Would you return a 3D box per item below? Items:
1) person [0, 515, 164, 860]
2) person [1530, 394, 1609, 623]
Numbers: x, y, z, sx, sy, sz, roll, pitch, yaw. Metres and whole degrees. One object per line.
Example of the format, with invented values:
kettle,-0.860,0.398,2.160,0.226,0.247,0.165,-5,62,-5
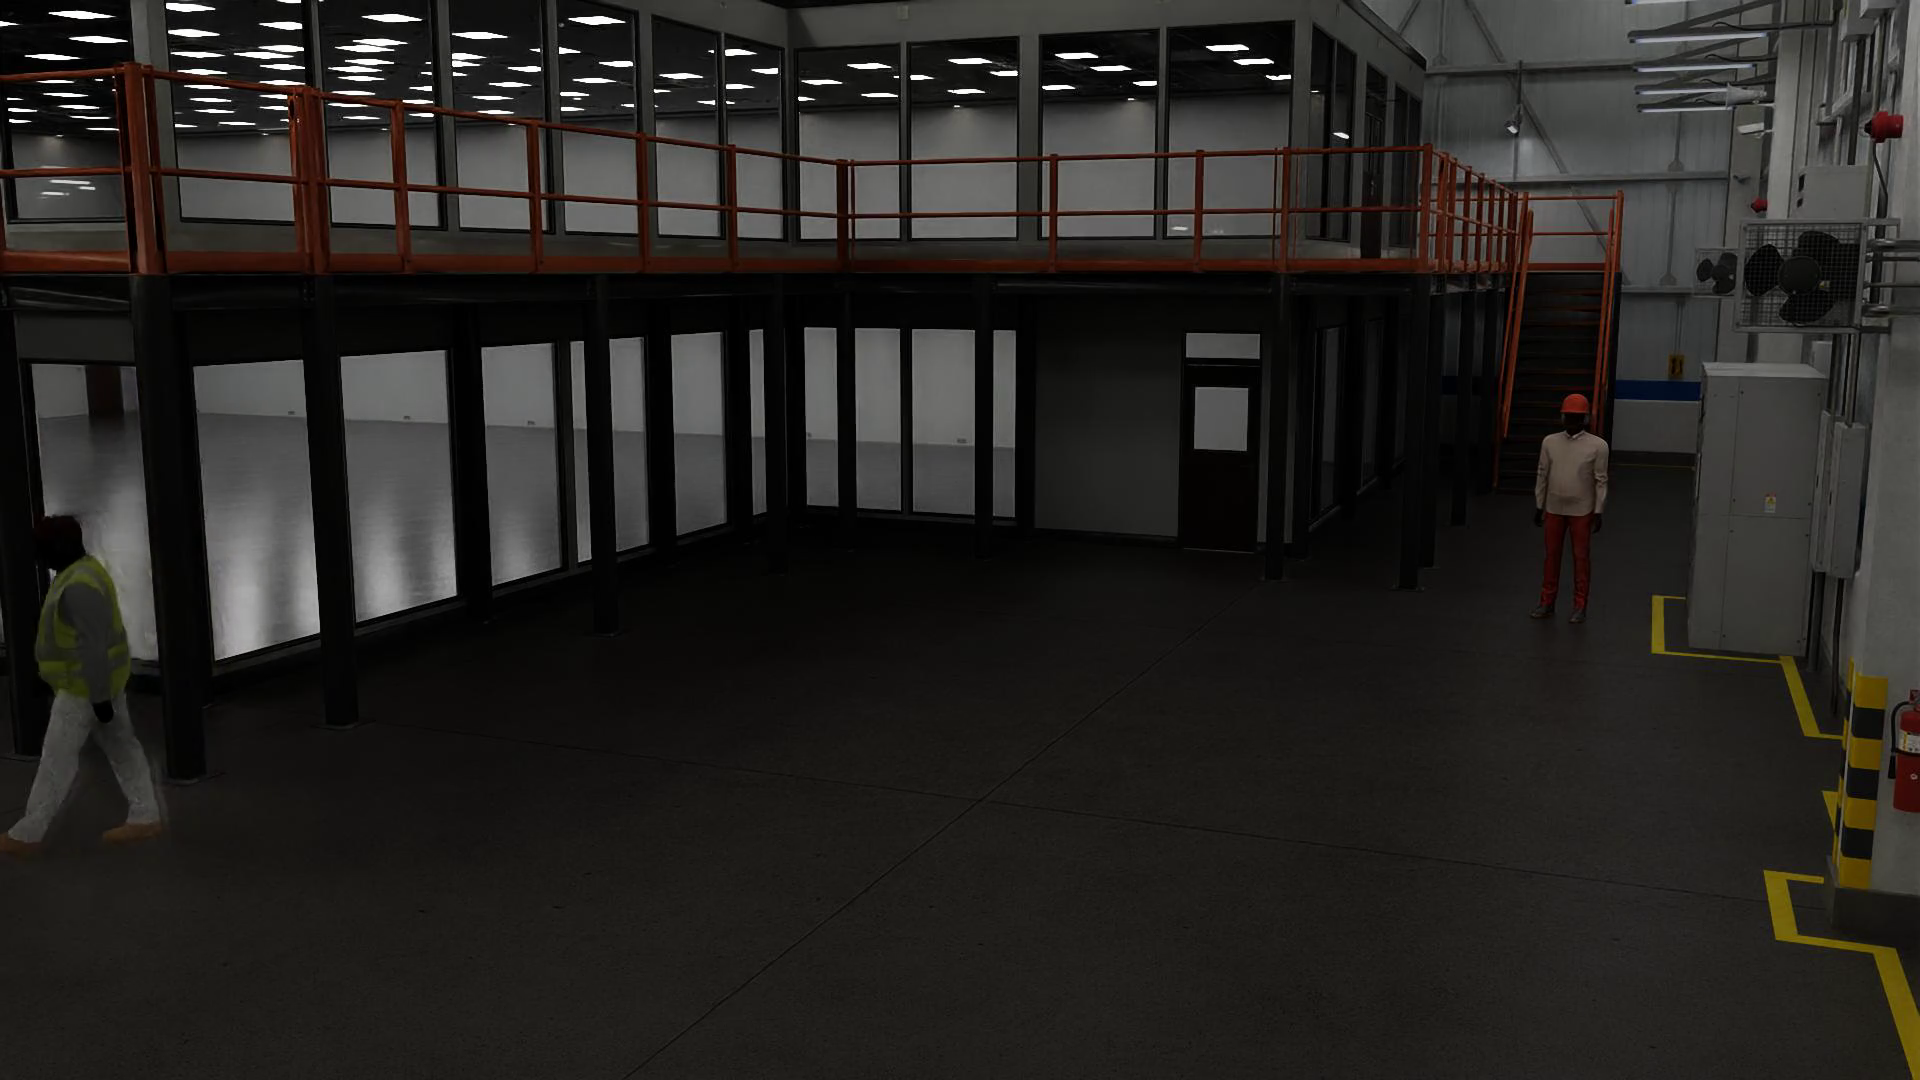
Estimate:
person,-4.705,0.763,8.693,0.932,1.793,0.617,-4,10,-21
person,5.309,-0.278,14.499,0.622,1.996,0.369,8,12,40
